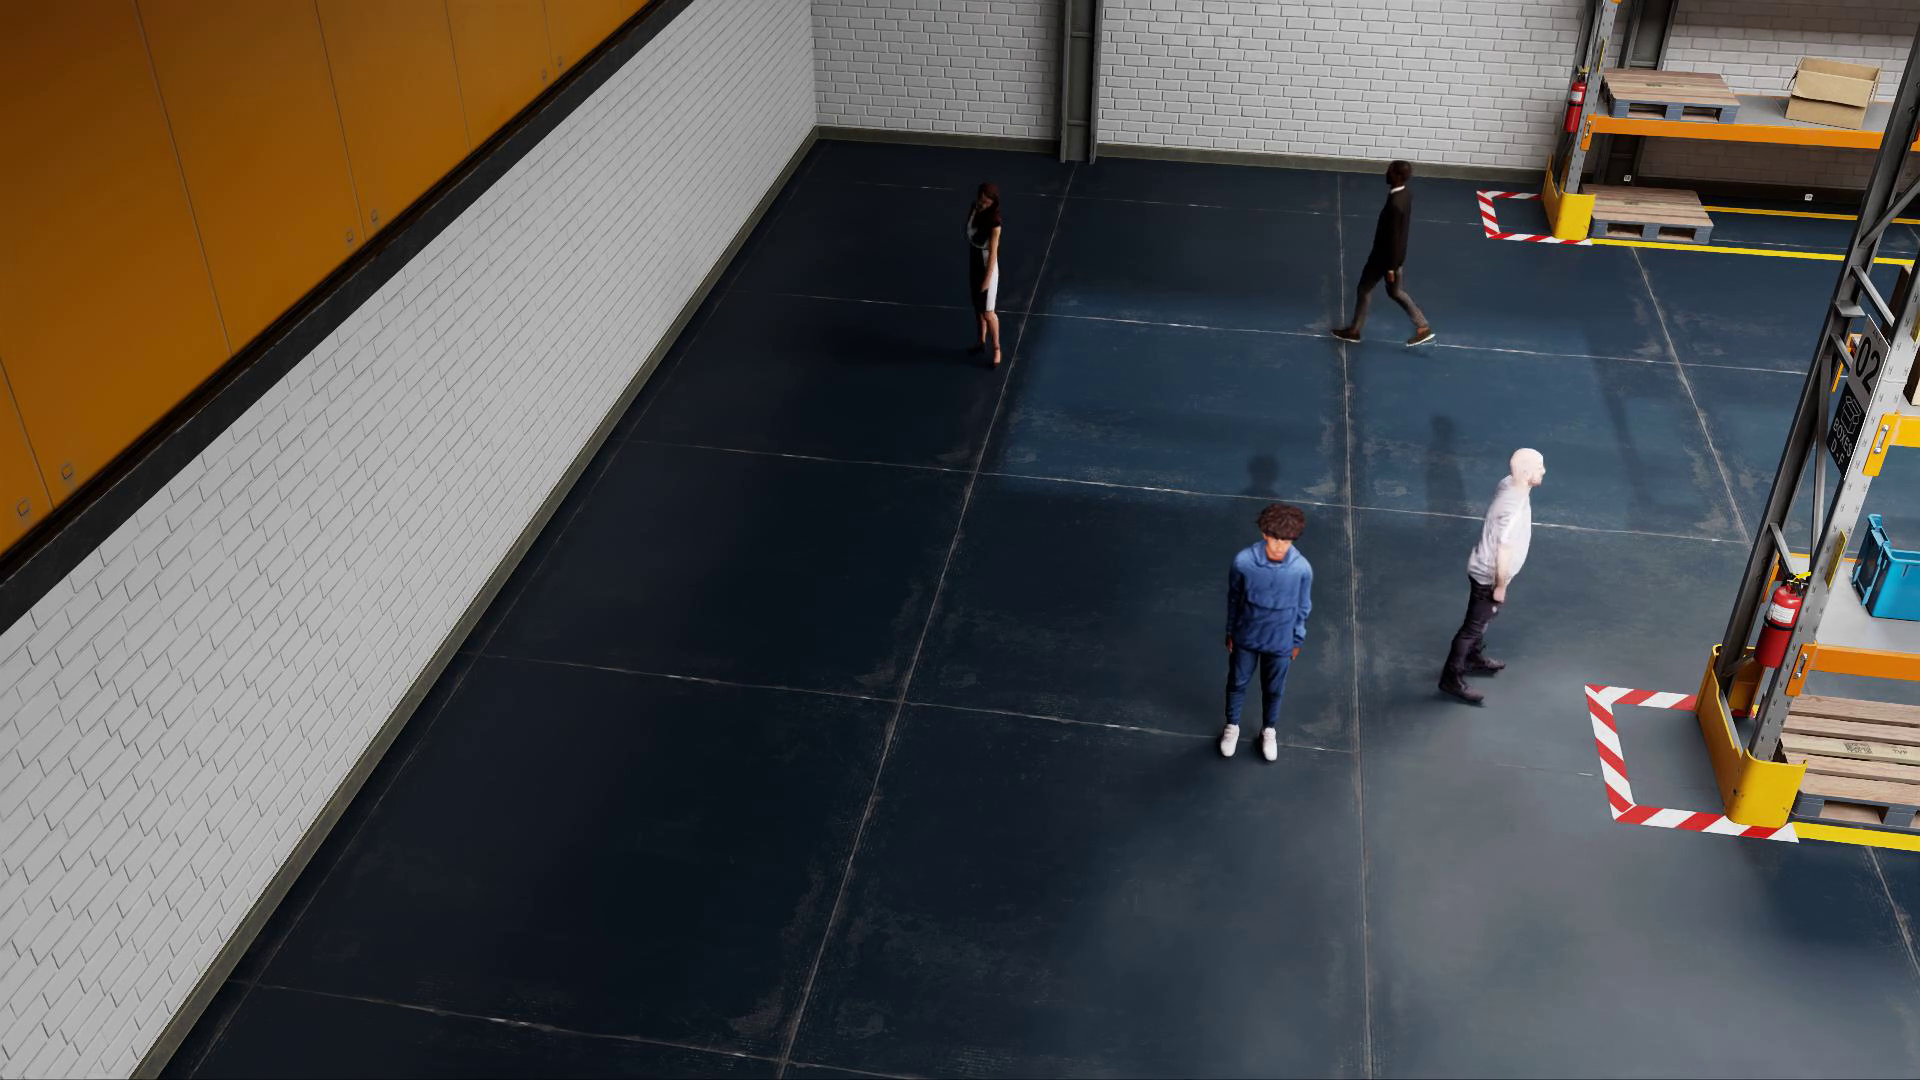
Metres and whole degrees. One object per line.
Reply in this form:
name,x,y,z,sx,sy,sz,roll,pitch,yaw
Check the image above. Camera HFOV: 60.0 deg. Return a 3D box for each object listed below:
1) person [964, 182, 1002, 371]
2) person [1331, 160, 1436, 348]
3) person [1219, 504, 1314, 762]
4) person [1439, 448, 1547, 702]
person,0.192,-2.401,14.766,0.757,1.765,0.742,-7,34,-11
person,3.942,-2.509,14.930,1.241,1.763,0.884,16,37,22
person,1.873,0.551,10.291,0.528,1.802,0.735,7,34,11
person,3.439,0.194,10.805,0.684,1.828,0.705,15,36,21
